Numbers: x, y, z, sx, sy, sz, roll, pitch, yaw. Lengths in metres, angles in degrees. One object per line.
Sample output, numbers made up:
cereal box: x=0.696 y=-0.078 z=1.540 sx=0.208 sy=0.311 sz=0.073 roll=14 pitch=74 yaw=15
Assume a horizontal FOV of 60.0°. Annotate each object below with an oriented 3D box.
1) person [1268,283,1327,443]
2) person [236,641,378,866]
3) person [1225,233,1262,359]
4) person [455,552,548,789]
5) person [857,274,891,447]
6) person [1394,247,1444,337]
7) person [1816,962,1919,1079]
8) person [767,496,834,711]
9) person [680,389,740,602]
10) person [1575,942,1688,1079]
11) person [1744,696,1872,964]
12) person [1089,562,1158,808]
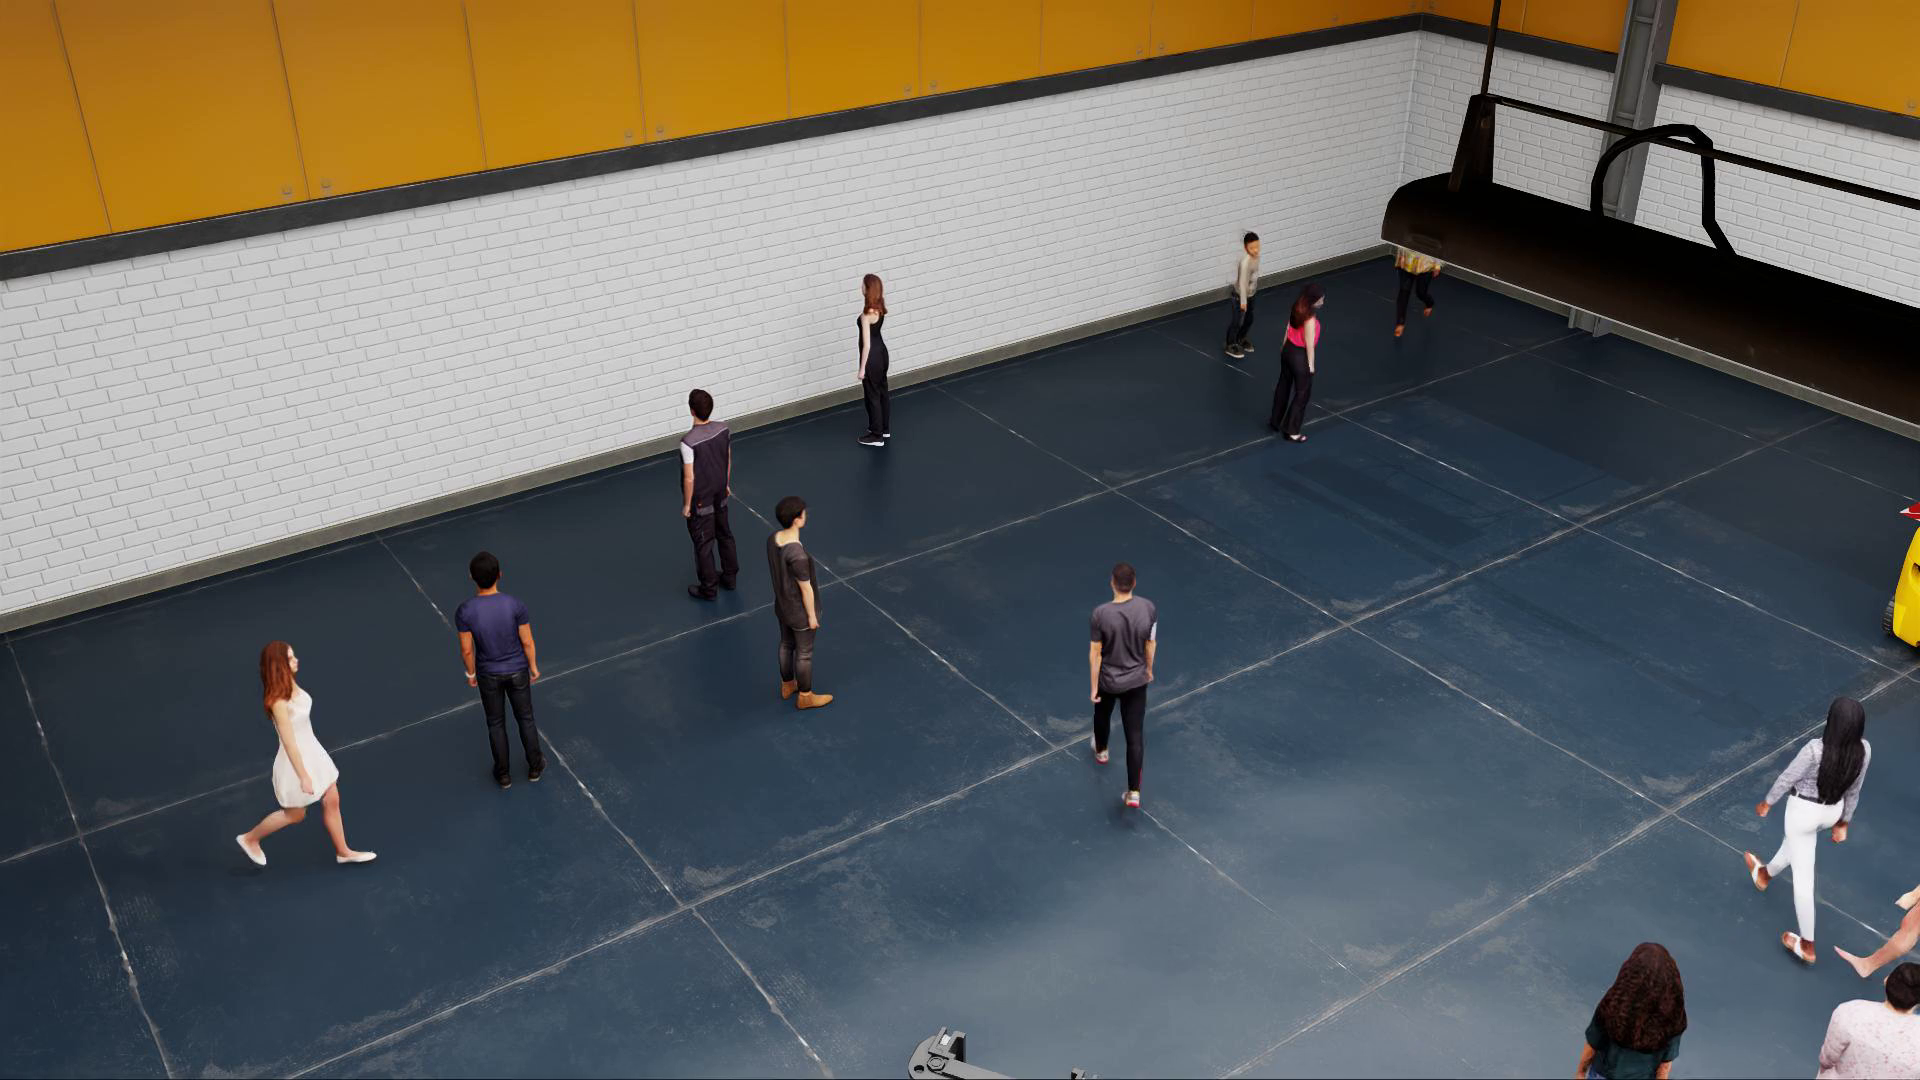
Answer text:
person: x=3.291 y=-1.796 z=16.426 sx=0.847 sy=1.645 sz=0.596 roll=-16 pitch=32 yaw=-26
person: x=-4.262 y=1.408 z=10.504 sx=0.994 sy=1.691 sz=1.055 roll=-1 pitch=29 yaw=-2
person: x=3.099 y=-2.708 z=18.305 sx=0.641 sy=1.446 sz=0.648 roll=14 pitch=32 yaw=24
person: x=-3.127 y=0.891 z=11.345 sx=0.700 sy=1.793 sz=0.638 roll=-9 pitch=30 yaw=-15
person: x=-0.833 y=-1.773 z=16.276 sx=0.695 sy=1.748 sz=0.662 roll=10 pitch=30 yaw=17
person: x=5.232 y=-3.131 z=18.894 sx=1.008 sy=1.625 sz=0.975 roll=19 pitch=34 yaw=31
person: x=4.391 y=2.719 z=8.046 sx=0.661 sy=1.742 sz=0.820 roll=22 pitch=35 yaw=34
person: x=-1.214 y=0.456 z=12.223 sx=0.679 sy=1.716 sz=0.492 roll=-20 pitch=34 yaw=-32
person: x=-2.061 y=-0.376 z=13.609 sx=0.660 sy=1.849 sz=0.707 roll=22 pitch=36 yaw=35
person: x=3.274 y=2.724 z=8.207 sx=1.048 sy=1.579 sz=1.151 roll=3 pitch=29 yaw=5
person: x=5.115 y=1.736 z=9.918 sx=0.970 sy=1.675 sz=1.233 roll=-4 pitch=29 yaw=-7
person: x=1.114 y=1.001 z=11.217 sx=1.025 sy=1.722 sz=1.275 roll=-3 pitch=29 yaw=-6
